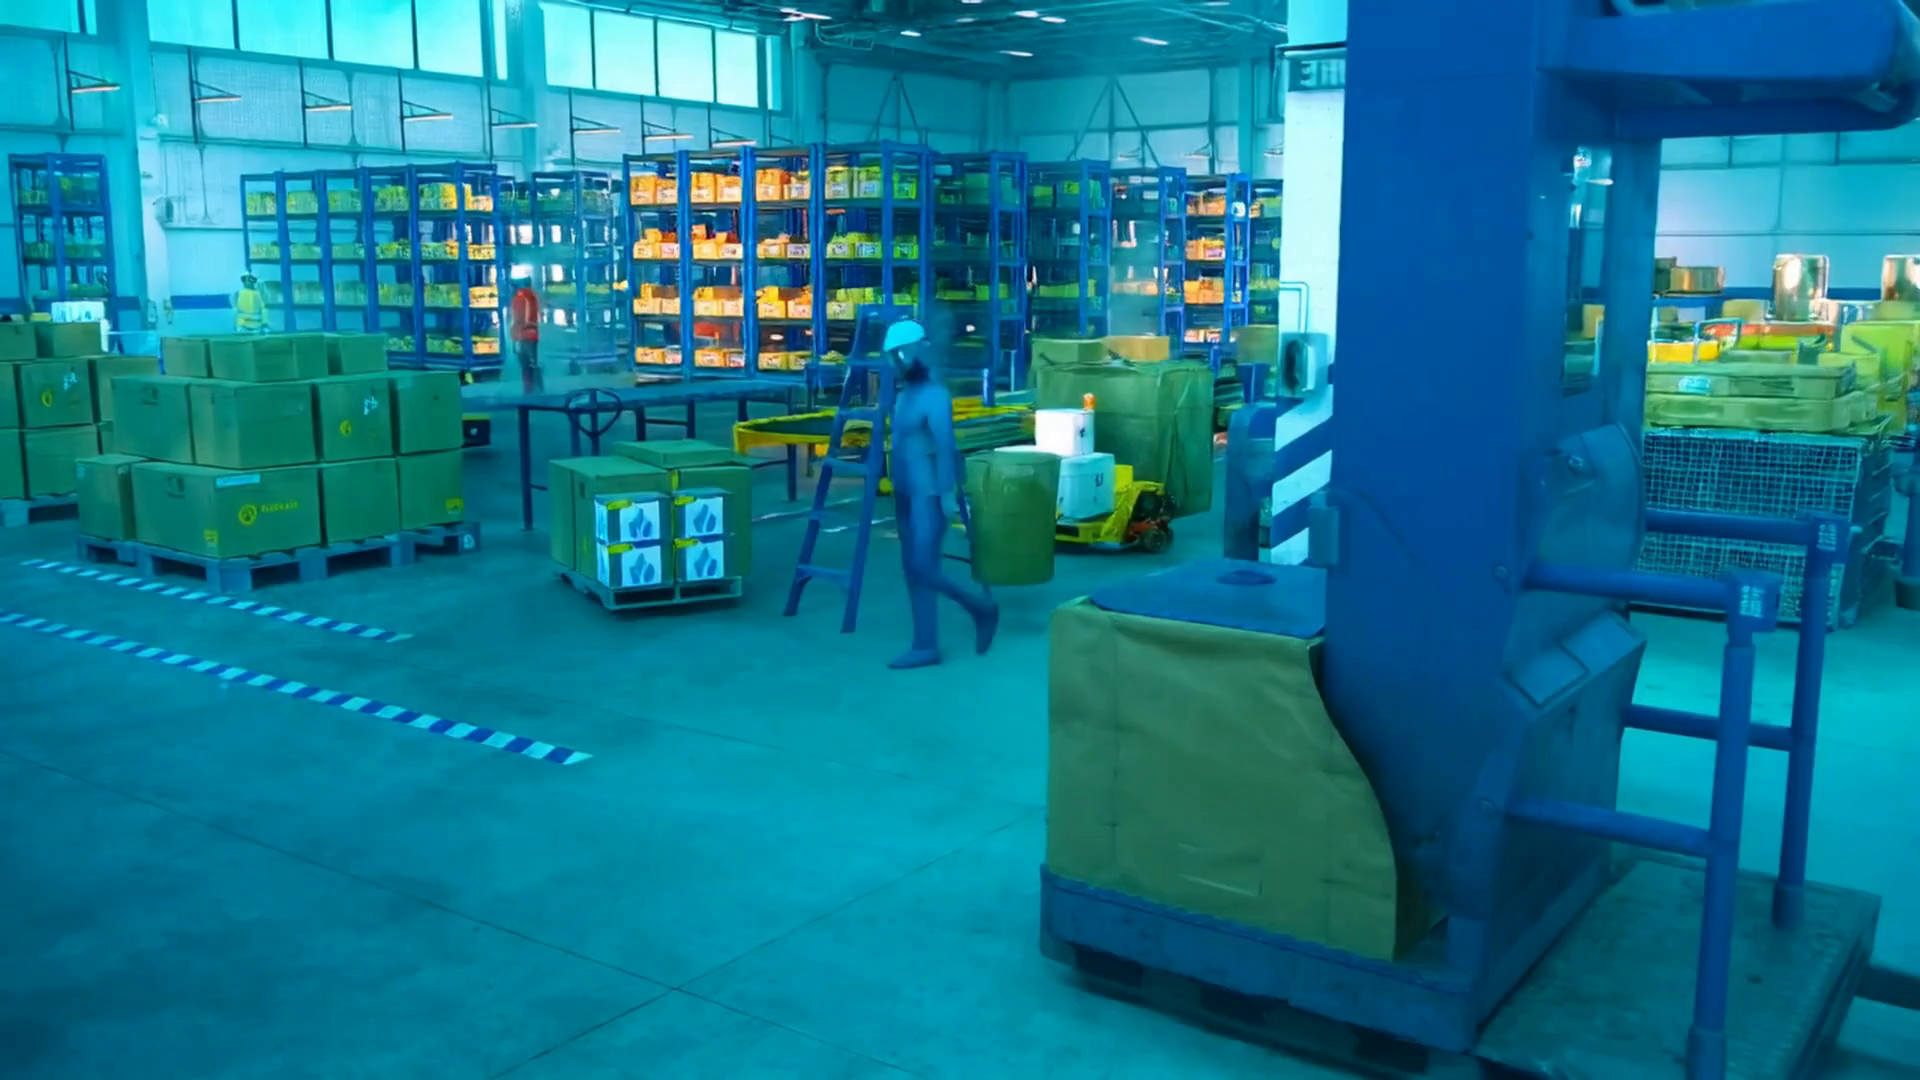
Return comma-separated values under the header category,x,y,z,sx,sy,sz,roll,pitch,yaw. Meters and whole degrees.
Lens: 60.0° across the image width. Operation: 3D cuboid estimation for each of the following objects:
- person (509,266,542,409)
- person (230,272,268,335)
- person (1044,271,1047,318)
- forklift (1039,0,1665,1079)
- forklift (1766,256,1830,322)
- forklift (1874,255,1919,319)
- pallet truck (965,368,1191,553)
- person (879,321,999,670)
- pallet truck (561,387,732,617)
category,x,y,z,sx,sy,sz,roll,pitch,yaw
person,-5.951,-2.758,22.749,0.408,1.942,0.616,1,10,6
person,-12.125,-3.658,28.442,0.586,1.833,0.403,0,10,2
person,1.983,-5.604,39.993,0.570,1.843,0.372,7,12,37
forklift,1.249,-0.137,4.360,1.873,2.768,1.129,7,12,35
forklift,20.253,-5.854,40.139,1.157,1.987,2.680,7,12,35
forklift,22.089,-5.634,38.796,1.157,1.987,2.680,6,11,33
pallet truck,0.845,-0.609,11.869,1.630,1.274,0.653,7,12,35
person,-0.146,-0.226,8.310,0.493,1.720,0.566,-5,11,-28
pallet truck,-1.981,-0.274,10.088,0.680,1.201,1.601,-5,11,-28
